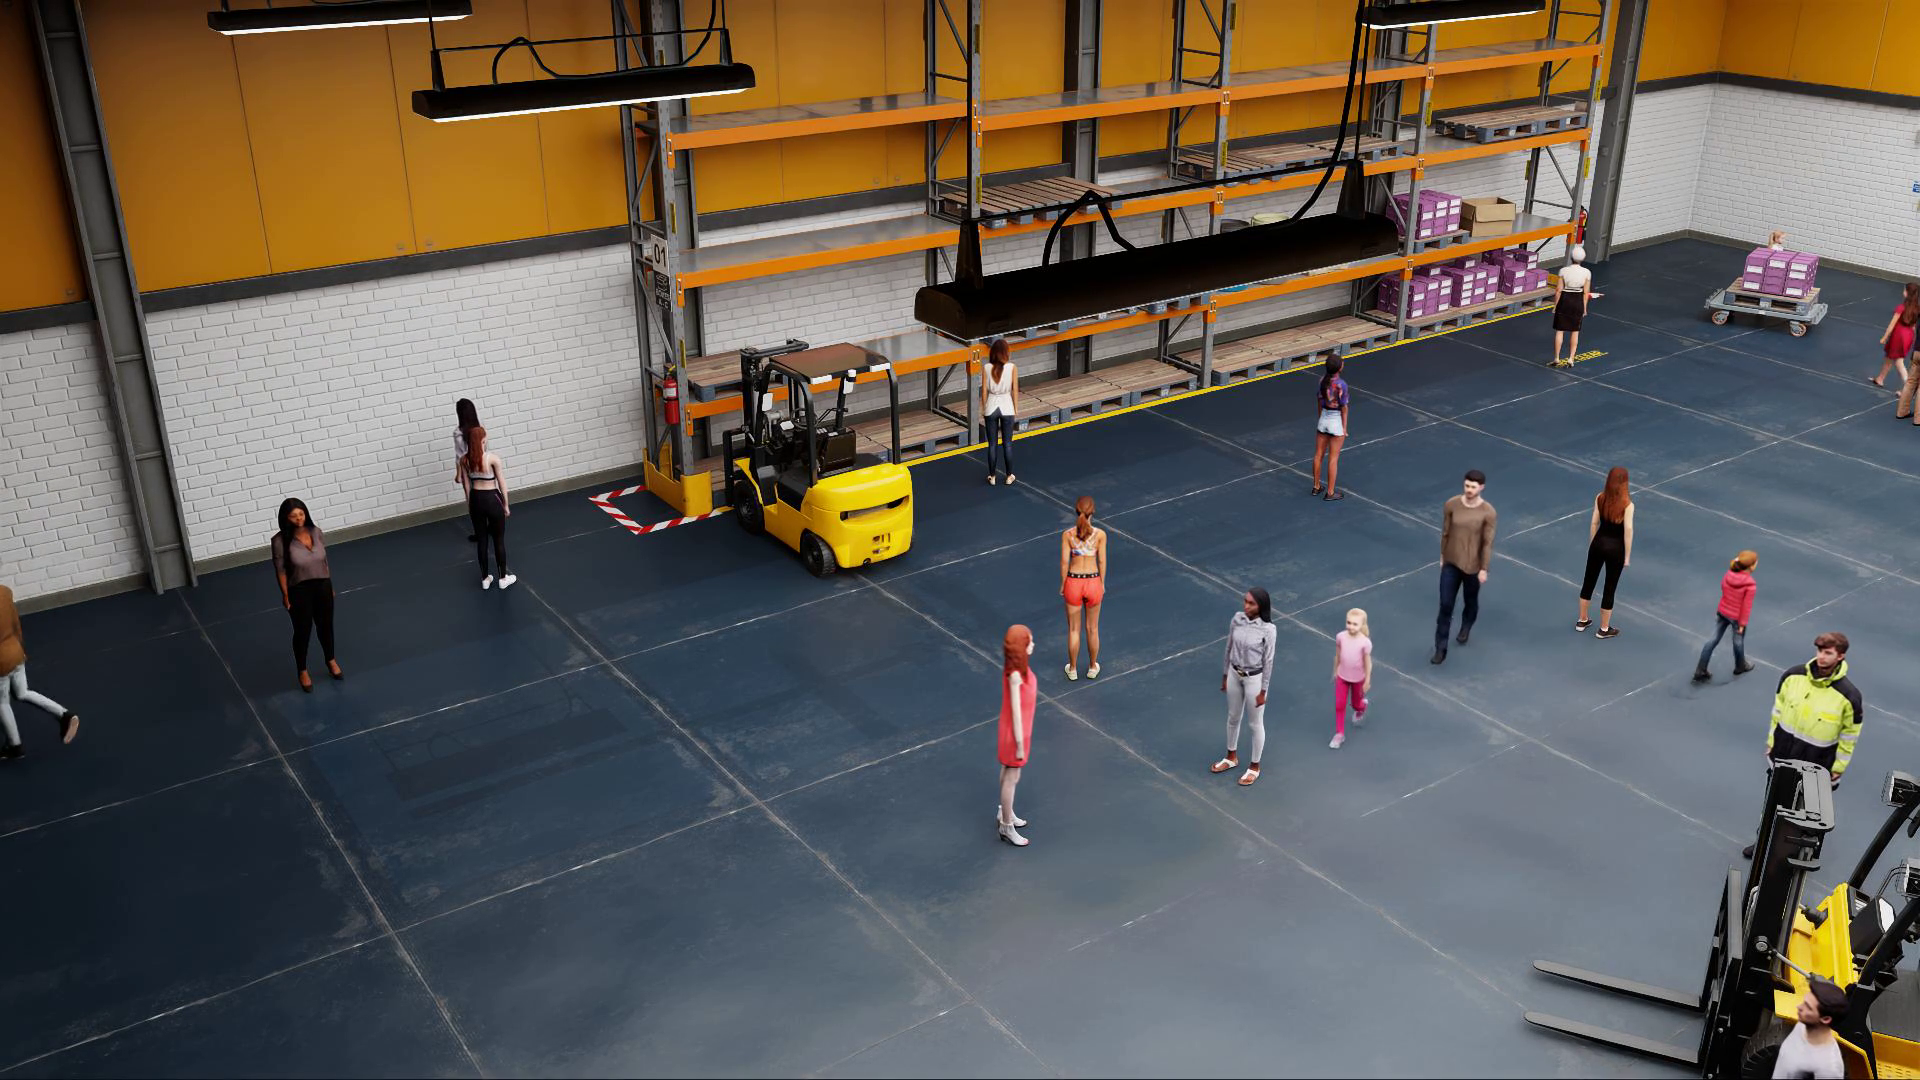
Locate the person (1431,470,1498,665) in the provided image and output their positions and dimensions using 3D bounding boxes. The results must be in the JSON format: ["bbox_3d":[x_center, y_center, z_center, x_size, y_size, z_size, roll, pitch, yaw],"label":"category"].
[{"bbox_3d":[4.781,0.207,15.674,0.994,1.846,1.259,13,27,28],"label":"person"}]

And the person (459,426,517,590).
[{"bbox_3d":[-4.859,-0.336,17.046,0.639,1.742,0.718,2,24,4],"label":"person"}]

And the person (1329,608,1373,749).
[{"bbox_3d":[3.369,1.146,14.262,0.674,1.256,0.871,15,28,31],"label":"person"}]

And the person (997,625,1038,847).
[{"bbox_3d":[0.422,1.477,12.793,0.704,1.826,0.672,1,24,1],"label":"person"}]

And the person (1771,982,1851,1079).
[{"bbox_3d":[4.483,3.151,8.918,0.795,1.863,0.732,5,24,10],"label":"person"}]

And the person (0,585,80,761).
[{"bbox_3d":[-7.889,1.014,13.893,1.115,1.795,1.001,0,24,1],"label":"person"}]

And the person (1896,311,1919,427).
[{"bbox_3d":[12.632,-2.433,21.718,0.726,1.842,0.759,-5,24,-12],"label":"person"}]

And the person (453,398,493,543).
[{"bbox_3d":[-5.301,-0.774,18.185,0.736,1.633,0.604,12,26,26],"label":"person"}]

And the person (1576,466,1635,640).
[{"bbox_3d":[6.245,0.103,16.062,0.518,1.726,0.578,-18,29,-35],"label":"person"}]

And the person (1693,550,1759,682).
[{"bbox_3d":[6.998,0.719,15.205,0.914,1.284,0.567,-12,27,-26],"label":"person"}]

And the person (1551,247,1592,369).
[{"bbox_3d":[8.760,-3.335,23.889,0.698,1.755,0.721,7,25,16],"label":"person"}]

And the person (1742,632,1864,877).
[{"bbox_3d":[6.327,1.565,12.397,0.650,1.983,0.777,-18,29,-35],"label":"person"}]

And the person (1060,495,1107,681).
[{"bbox_3d":[1.124,0.440,15.211,0.646,1.791,0.724,1,24,1],"label":"person"}]

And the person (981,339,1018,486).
[{"bbox_3d":[0.467,-1.511,19.681,0.641,1.785,0.724,1,24,3],"label":"person"}]

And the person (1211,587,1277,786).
[{"bbox_3d":[2.358,1.167,13.631,0.570,1.725,0.623,-21,31,-40],"label":"person"}]

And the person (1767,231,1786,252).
[{"bbox_3d":[13.098,-4.363,26.837,0.593,1.279,0.493,19,30,37],"label":"person"}]

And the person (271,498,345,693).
[{"bbox_3d":[-5.919,0.472,15.073,0.771,1.841,0.622,19,30,36],"label":"person"}]

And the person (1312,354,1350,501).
[{"bbox_3d":[4.301,-1.324,19.307,0.514,1.742,0.588,-17,29,-34],"label":"person"}]

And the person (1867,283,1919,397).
[{"bbox_3d":[12.950,-2.736,22.802,1.020,1.530,0.769,-9,25,-19],"label":"person"}]
